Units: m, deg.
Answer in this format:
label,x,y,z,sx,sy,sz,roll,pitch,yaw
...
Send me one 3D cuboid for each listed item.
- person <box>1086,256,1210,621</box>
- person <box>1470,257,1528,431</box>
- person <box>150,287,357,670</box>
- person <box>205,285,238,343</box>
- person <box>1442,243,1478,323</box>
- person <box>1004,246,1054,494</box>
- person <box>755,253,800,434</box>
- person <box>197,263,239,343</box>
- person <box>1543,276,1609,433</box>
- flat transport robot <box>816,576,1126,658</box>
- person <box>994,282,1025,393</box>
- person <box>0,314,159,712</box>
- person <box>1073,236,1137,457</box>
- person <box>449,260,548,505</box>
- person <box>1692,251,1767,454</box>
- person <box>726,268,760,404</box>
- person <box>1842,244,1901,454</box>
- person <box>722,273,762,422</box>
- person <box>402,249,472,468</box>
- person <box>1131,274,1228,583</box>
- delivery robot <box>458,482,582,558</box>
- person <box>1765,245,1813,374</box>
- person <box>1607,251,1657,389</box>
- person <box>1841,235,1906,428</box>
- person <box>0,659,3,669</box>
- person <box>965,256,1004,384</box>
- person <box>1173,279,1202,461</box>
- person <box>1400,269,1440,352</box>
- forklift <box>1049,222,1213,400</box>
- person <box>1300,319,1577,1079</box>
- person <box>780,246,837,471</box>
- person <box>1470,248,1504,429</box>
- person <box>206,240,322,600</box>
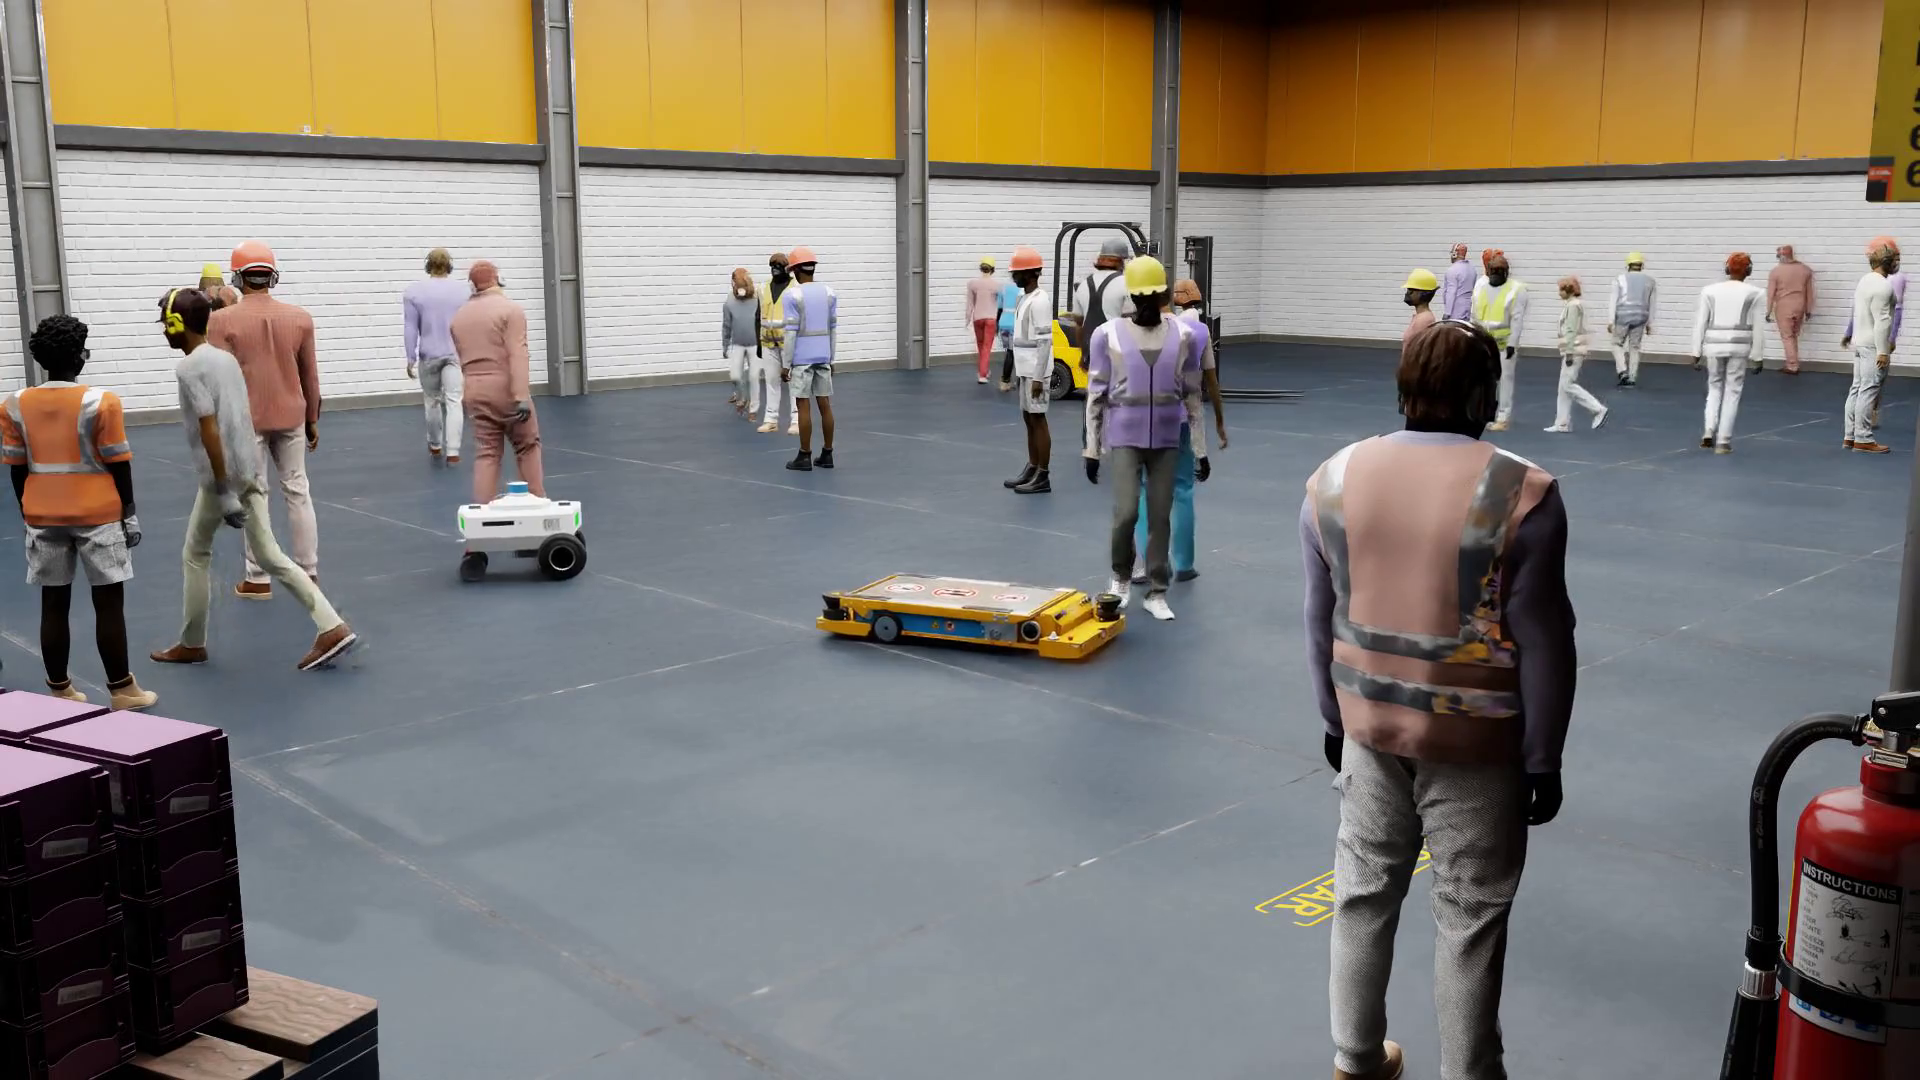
label,x,y,z,sx,sy,sz,roll,pitch,yaw
person,0.995,-0.528,8.792,0.672,1.910,0.469,-2,11,-8
person,5.431,-1.982,17.032,0.614,1.798,0.864,9,14,40
person,-3.338,-0.278,7.768,1.009,1.796,0.535,2,11,9
person,-5.653,-1.152,12.918,0.314,1.639,0.517,0,10,0
person,7.108,-3.287,23.832,0.640,1.910,0.401,-9,14,-41
person,0.546,-1.328,13.083,0.376,1.933,0.545,-2,11,-10
person,-1.818,-1.990,16.994,0.633,1.844,0.429,4,11,22
person,-7.529,-1.928,16.867,0.493,1.742,0.322,-7,13,-35
person,6.343,-1.892,17.038,0.549,1.616,0.547,4,11,19
flat transport robot,0.055,0.364,8.387,1.431,0.197,0.652,5,11,24
person,0.738,-2.742,21.507,0.582,1.658,0.629,9,14,41
person,-3.695,-0.088,6.963,0.531,1.697,0.320,0,10,2
person,1.381,-1.731,14.981,0.535,2.000,0.681,-9,14,-42
person,-3.064,-0.944,11.199,0.725,1.856,0.784,5,11,24
person,7.163,-1.737,15.471,0.614,1.867,0.439,8,13,39
person,-2.613,-2.454,20.032,0.507,1.632,0.281,6,12,31
person,8.532,-1.782,15.539,0.357,1.937,0.638,2,11,12
person,-2.323,-2.082,18.041,0.534,1.613,0.342,1,10,3
person,-4.585,-1.621,14.778,0.661,1.889,0.989,-4,11,-19
person,1.251,-0.639,9.650,0.748,1.826,0.440,-2,11,-10
delivery robot,-2.616,-0.101,9.896,0.707,0.478,0.477,-3,11,-13
person,12.120,-3.368,24.386,0.682,1.873,0.619,-2,11,-12
person,8.877,-2.909,22.026,0.634,1.810,0.445,0,10,2
person,9.473,-2.156,17.368,0.521,2.027,0.681,0,10,2
person,-4.635,-0.312,7.524,0.542,1.939,0.369,-1,10,-3
person,0.391,-3.030,22.894,0.547,1.720,0.866,3,11,18
person,2.023,-1.526,14.975,0.283,1.633,0.497,2,11,12
person,3.479,-1.172,12.677,0.303,1.772,0.530,3,11,14
forklift,1.935,-2.847,20.651,2.313,2.155,1.214,2,11,13
person,1.068,0.433,3.730,0.627,1.844,0.429,9,14,42
person,-1.318,-1.560,14.357,0.543,1.928,0.374,-9,13,-39
person,5.524,-2.109,17.473,0.346,1.882,0.578,2,11,12
person,-3.883,-0.665,9.295,0.385,1.993,0.624,10,14,43
